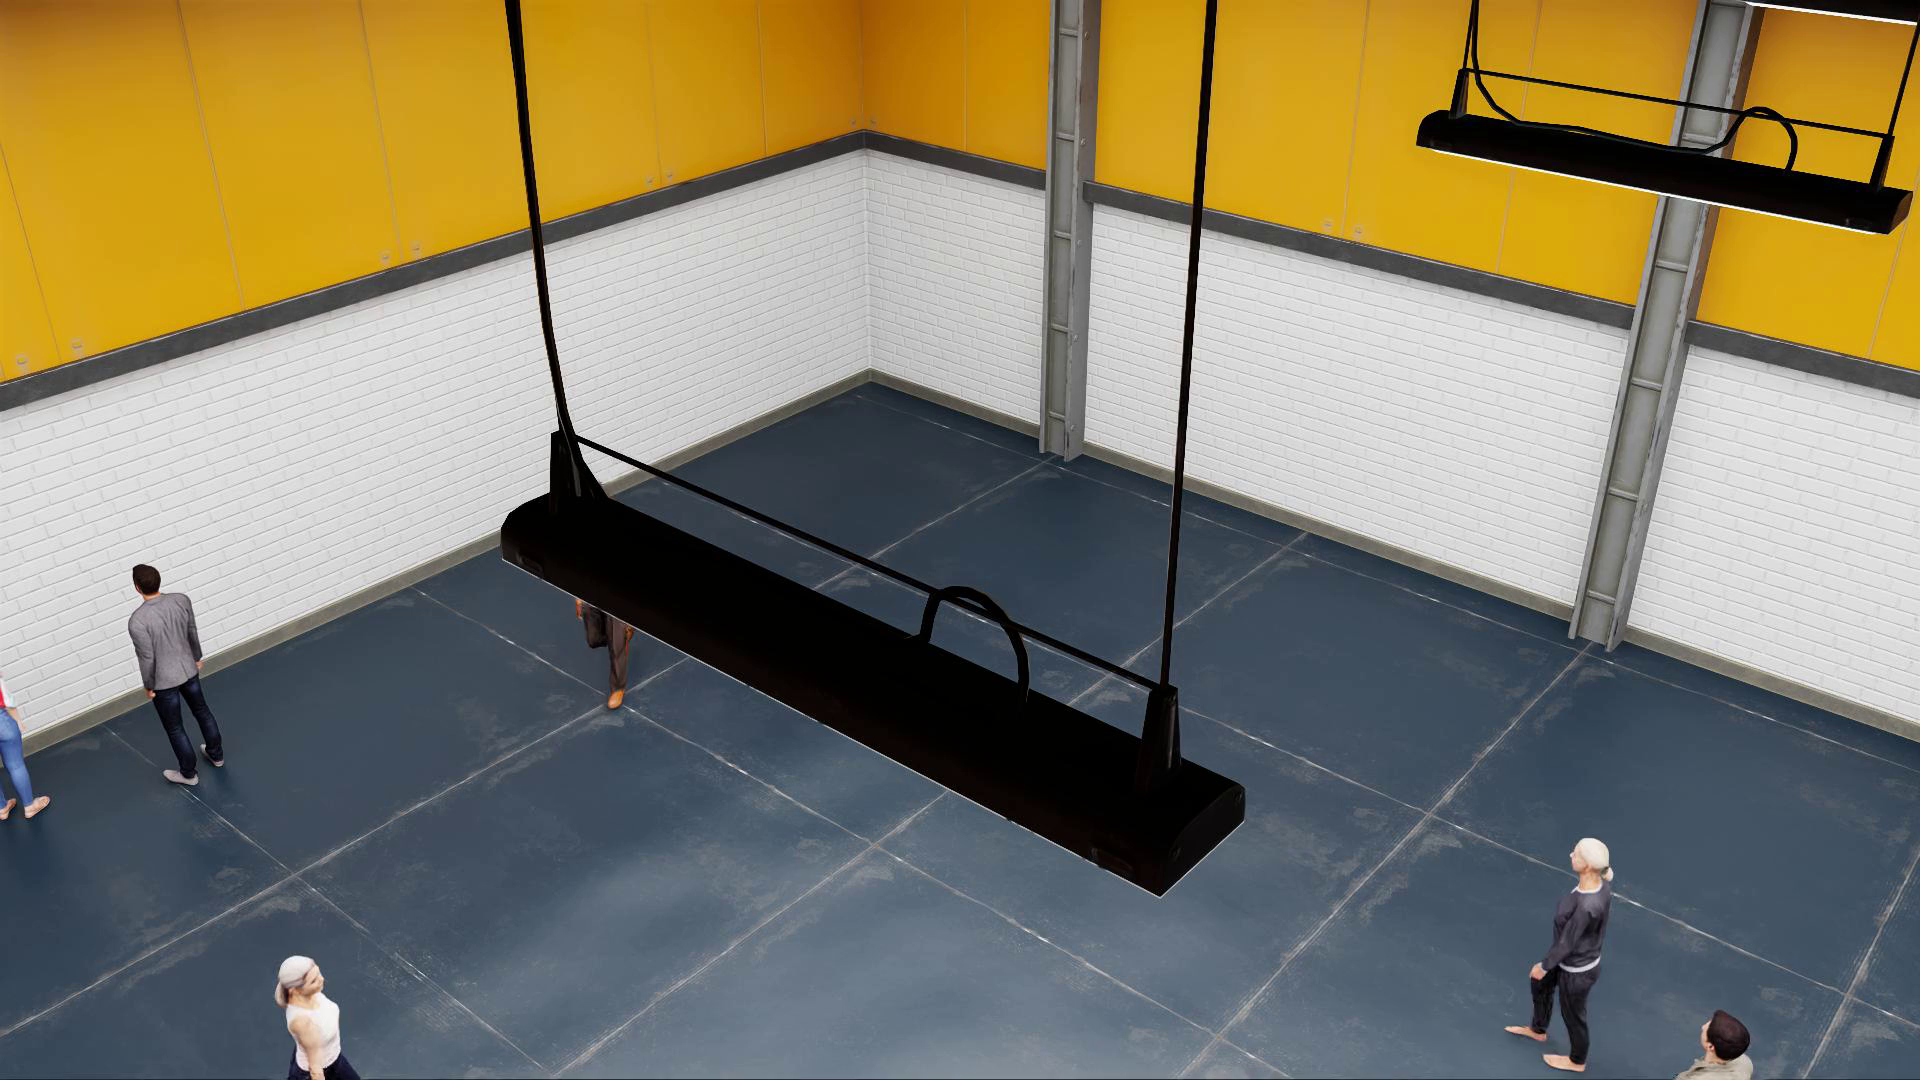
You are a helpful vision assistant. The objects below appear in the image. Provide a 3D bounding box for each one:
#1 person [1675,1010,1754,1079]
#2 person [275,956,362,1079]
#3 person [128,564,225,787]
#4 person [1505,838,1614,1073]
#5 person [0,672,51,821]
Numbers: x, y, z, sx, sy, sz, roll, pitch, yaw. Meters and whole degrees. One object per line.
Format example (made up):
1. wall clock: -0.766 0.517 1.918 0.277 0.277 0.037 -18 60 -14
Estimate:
1. person: 3.870 3.268 8.648 0.952 1.828 1.245 -16 32 -27
2. person: -3.680 3.024 9.268 1.077 1.663 1.197 -9 30 -15
3. person: -6.029 1.014 12.733 0.675 1.873 0.741 14 31 23
4. person: 3.817 2.559 10.075 0.812 1.706 0.706 12 31 21
5. person: -7.206 1.368 12.355 0.652 1.614 0.722 -1 29 -2
